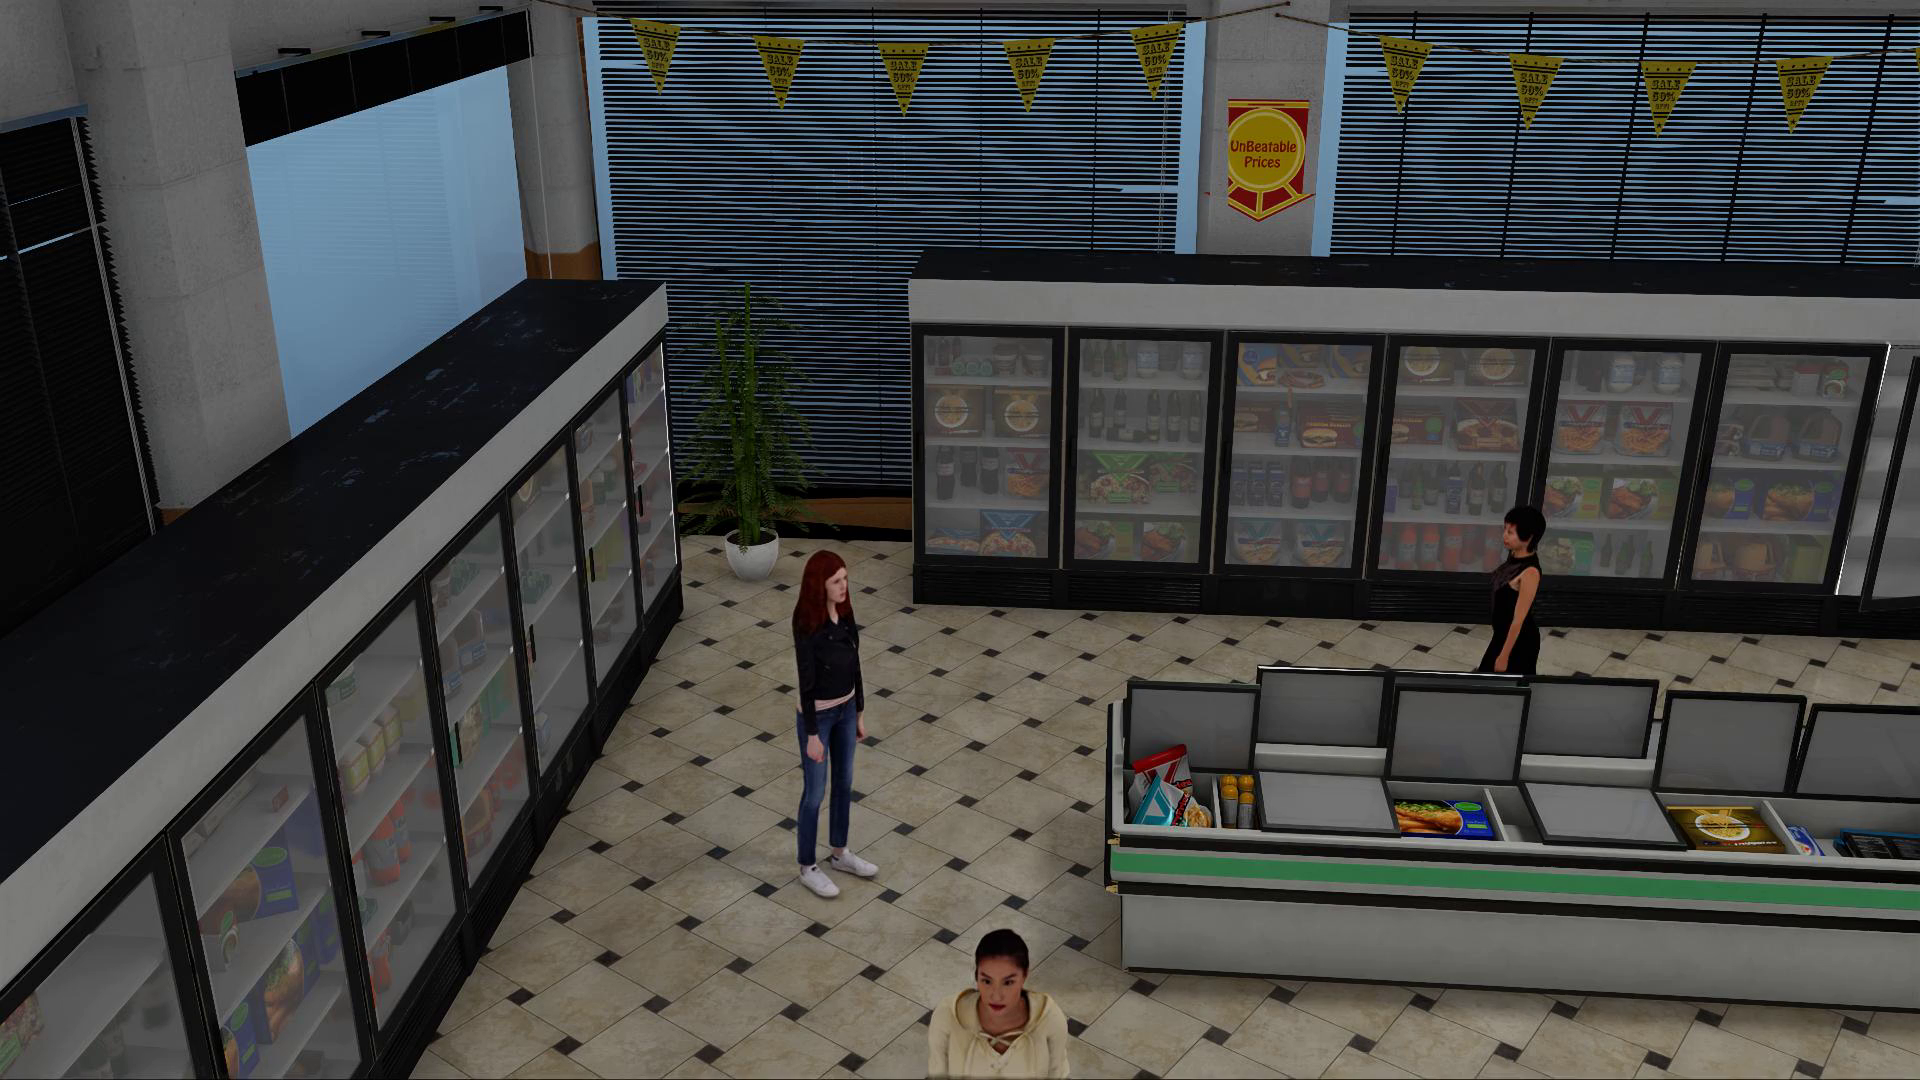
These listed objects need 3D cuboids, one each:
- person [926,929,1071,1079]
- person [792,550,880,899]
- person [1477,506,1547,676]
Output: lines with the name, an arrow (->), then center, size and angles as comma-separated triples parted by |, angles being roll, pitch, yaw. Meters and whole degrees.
person -> 0.119, 1.990, 5.543 | 0.502, 1.631, 0.705 | 1, 22, 1
person -> -0.648, 0.883, 8.082 | 0.698, 1.792, 0.664 | 16, 27, 34
person -> 3.106, 0.581, 9.127 | 0.862, 1.574, 0.594 | 2, 22, 5
